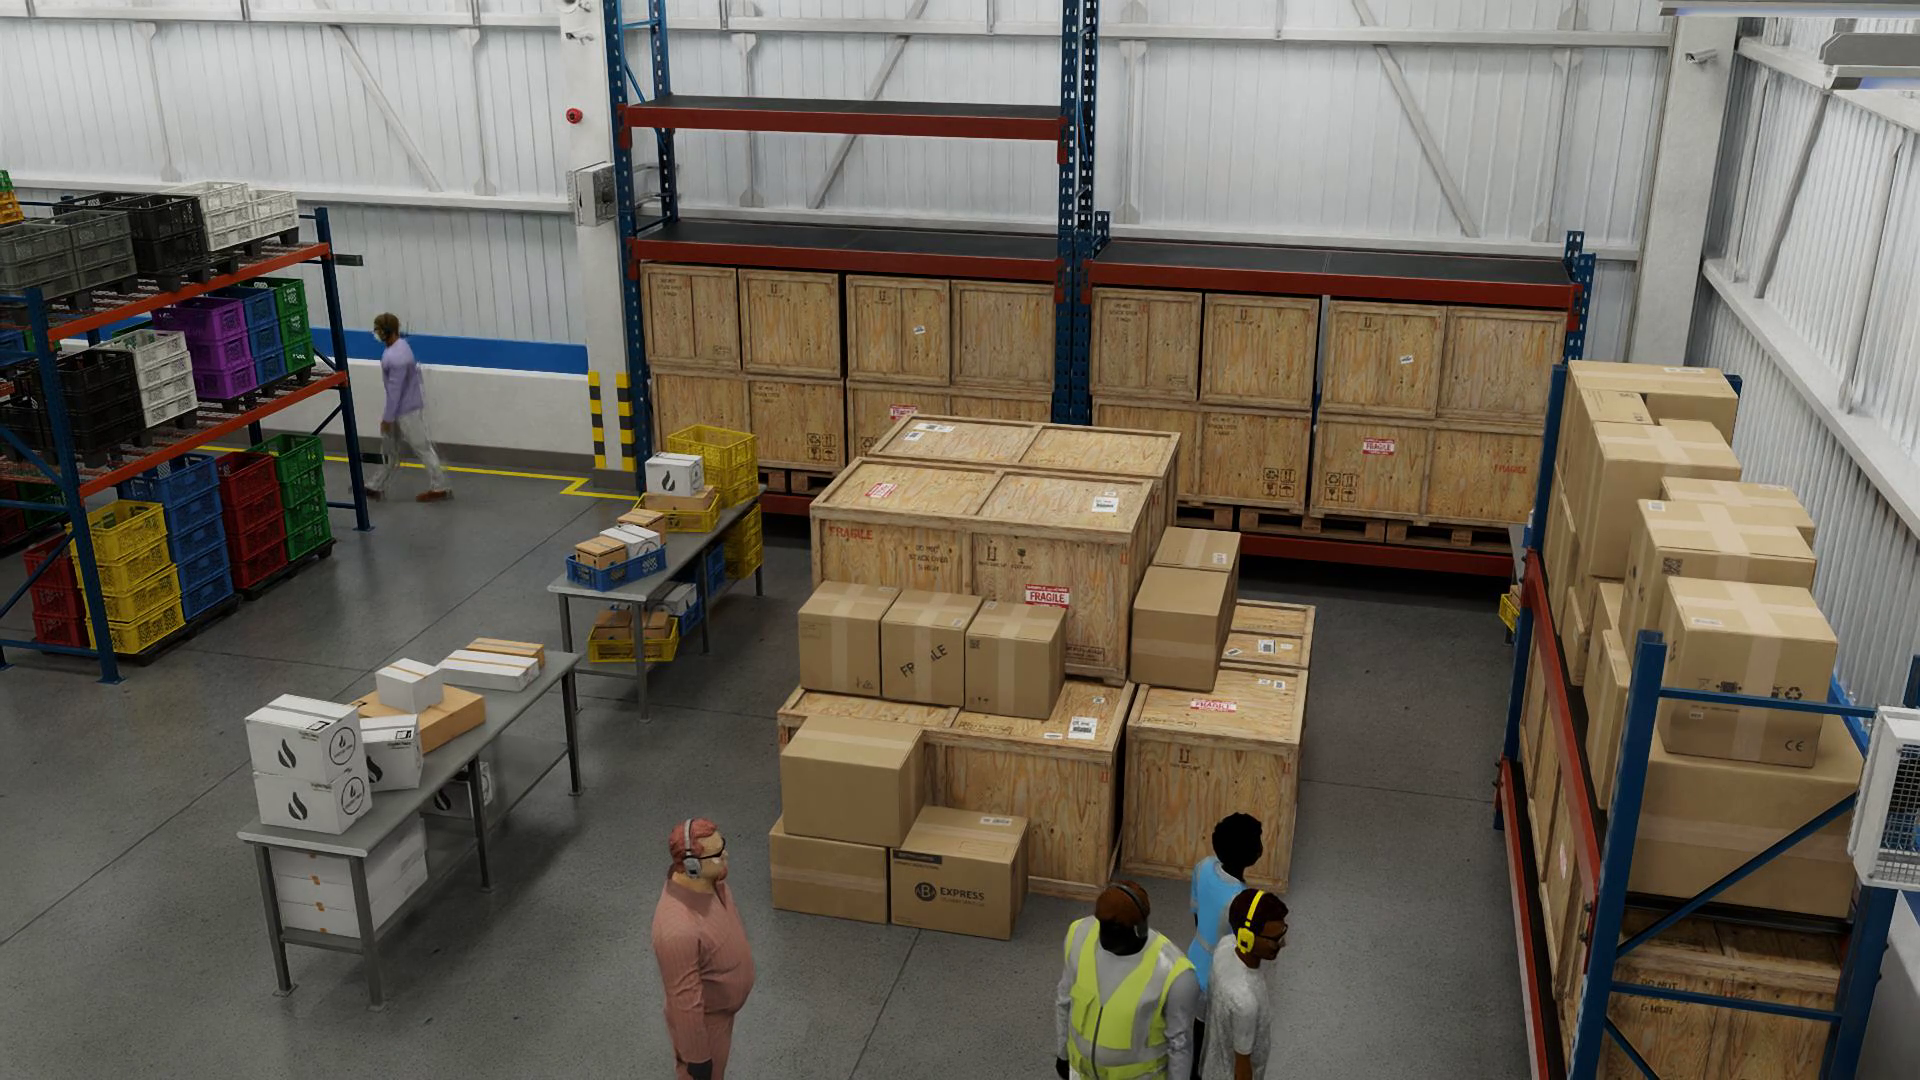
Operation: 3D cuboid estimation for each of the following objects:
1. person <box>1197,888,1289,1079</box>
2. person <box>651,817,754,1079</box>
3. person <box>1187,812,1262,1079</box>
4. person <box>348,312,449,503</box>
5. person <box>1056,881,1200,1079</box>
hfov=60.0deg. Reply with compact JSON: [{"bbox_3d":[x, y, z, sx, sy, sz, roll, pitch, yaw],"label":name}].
[{"bbox_3d":[1.152,2.260,6.880,0.335,1.865,0.519,0,21,-1],"label":"person"},{"bbox_3d":[-1.098,2.075,7.299,0.410,1.913,0.640,0,21,0],"label":"person"},{"bbox_3d":[1.230,2.028,7.715,0.322,1.697,0.535,-6,22,-16],"label":"person"},{"bbox_3d":[-5.483,-1.235,15.984,0.977,1.896,0.636,-9,23,-23],"label":"person"},{"bbox_3d":[0.673,2.231,7.002,0.643,1.834,0.430,15,26,34],"label":"person"}]
